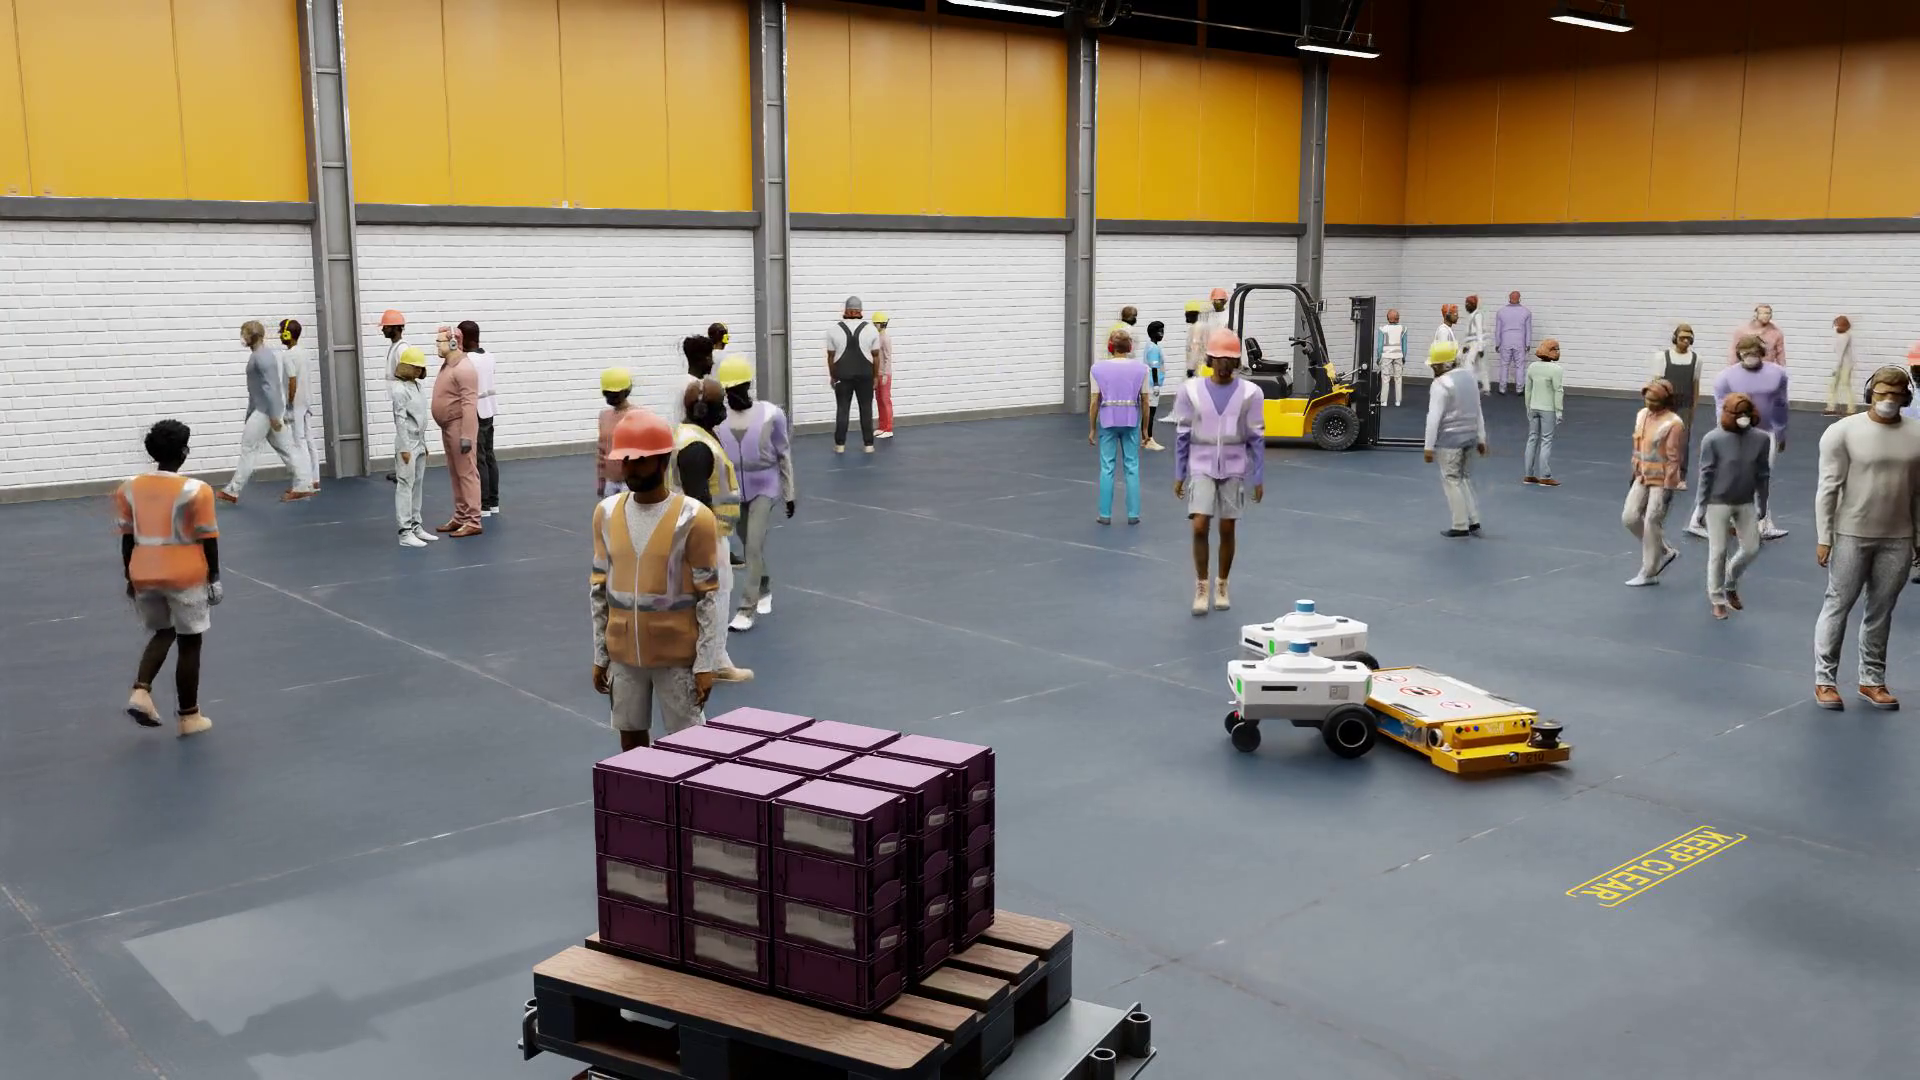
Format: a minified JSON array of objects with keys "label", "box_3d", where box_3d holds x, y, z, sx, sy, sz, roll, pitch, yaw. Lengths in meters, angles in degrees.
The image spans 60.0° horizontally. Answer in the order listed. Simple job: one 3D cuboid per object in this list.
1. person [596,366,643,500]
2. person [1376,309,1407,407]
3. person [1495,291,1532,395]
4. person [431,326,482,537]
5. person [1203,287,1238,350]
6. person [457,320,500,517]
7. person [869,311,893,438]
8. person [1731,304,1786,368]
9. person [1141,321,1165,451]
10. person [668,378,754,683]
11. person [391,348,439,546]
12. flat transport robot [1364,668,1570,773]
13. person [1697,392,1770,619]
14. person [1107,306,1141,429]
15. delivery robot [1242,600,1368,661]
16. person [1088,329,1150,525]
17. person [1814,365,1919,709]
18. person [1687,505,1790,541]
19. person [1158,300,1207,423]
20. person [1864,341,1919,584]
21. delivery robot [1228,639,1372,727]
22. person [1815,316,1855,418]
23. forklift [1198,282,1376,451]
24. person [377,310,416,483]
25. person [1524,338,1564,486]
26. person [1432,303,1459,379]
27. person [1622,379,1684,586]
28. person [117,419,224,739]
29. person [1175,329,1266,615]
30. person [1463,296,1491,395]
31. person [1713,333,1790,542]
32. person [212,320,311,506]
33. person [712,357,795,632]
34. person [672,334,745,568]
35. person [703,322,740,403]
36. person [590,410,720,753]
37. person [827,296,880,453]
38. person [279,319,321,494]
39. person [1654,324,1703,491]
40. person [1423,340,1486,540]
[{"label":"person","box_3d":[-2.447,-0.422,12.288,0.595,1.737,0.508,7,12,37]},{"label":"person","box_3d":[7.261,-3.050,27.971,0.521,1.640,0.307,-1,10,-5]},{"label":"person","box_3d":[10.082,-3.582,30.316,0.640,1.904,0.409,4,10,20]},{"label":"person","box_3d":[-4.576,-0.982,15.079,0.401,1.910,0.642,-6,11,-31]},{"label":"person","box_3d":[4.073,-2.959,26.256,0.614,2.040,0.391,6,12,33]},{"label":"person","box_3d":[-4.701,-1.179,16.217,0.392,1.915,0.590,1,10,7]},{"label":"person","box_3d":[-1.110,-2.306,23.246,0.308,1.769,0.524,-4,11,-23]},{"label":"person","box_3d":[10.972,-2.278,22.741,0.673,1.872,0.878,0,10,2]},{"label":"person","box_3d":[2.522,-2.016,21.757,0.321,1.694,0.529,0,10,-2]},{"label":"person","box_3d":[-1.546,-0.046,9.847,0.541,1.825,0.640,-1,10,-7]},{"label":"person","box_3d":[-4.796,-0.819,14.626,0.311,1.737,0.483,1,10,4]},{"label":"flat transport robot","box_3d":[2.483,0.910,8.784,0.652,0.197,1.431,-3,10,-18]},{"label":"person","box_3d":[5.386,-0.244,11.632,0.521,1.605,0.441,0,10,-2]},{"label":"person","box_3d":[2.470,-2.458,23.985,0.794,1.813,0.660,-4,10,-20]},{"label":"delivery robot","box_3d":[1.979,0.589,9.563,0.707,0.478,0.477,-4,11,-24]},{"label":"person","box_3d":[1.500,-1.053,15.673,0.572,1.844,0.376,0,10,-1]},{"label":"person","box_3d":[5.099,-0.010,9.300,0.631,1.936,0.362,0,10,2]},{"label":"person","box_3d":[6.930,-0.766,14.721,0.871,1.585,0.536,8,13,40]},{"label":"person","box_3d":[3.543,-2.680,25.123,0.974,1.880,0.601,0,10,2]},{"label":"person","box_3d":[7.266,-0.562,12.673,0.963,1.891,0.549,-7,12,-35]},{"label":"delivery robot","box_3d":[1.746,0.755,8.592,0.707,0.478,0.477,0,10,2]},{"label":"person","box_3d":[13.757,-2.703,26.032,0.647,1.597,0.526,3,10,19]},{"label":"forklift","box_3d":[4.328,-2.346,22.227,2.313,2.155,1.214,3,10,16]},{"label":"person","box_3d":[-6.283,-1.604,18.631,0.378,1.938,0.547,-5,11,-29]},{"label":"person","box_3d":[6.473,-1.416,18.421,0.265,1.632,0.508,-5,11,-25]},{"label":"person","box_3d":[6.683,-2.314,22.944,0.338,1.882,0.582,3,10,17]},{"label":"person","box_3d":[5.314,-0.436,12.710,0.440,1.612,0.577,-2,10,-12]},{"label":"person","box_3d":[-4.137,0.210,8.740,0.536,1.687,0.380,2,10,11]},{"label":"person","box_3d":[1.834,-0.463,11.716,0.628,2.014,0.768,1,10,7]},{"label":"person","box_3d":[9.344,-3.504,30.141,0.759,1.833,0.617,1,10,6]},{"label":"person","box_3d":[6.917,-0.872,14.576,0.657,1.876,0.862,2,10,14]},{"label":"person","box_3d":[-7.188,-1.293,16.970,1.031,1.877,0.635,-4,10,-21]},{"label":"person","box_3d":[-1.455,-0.336,11.483,0.603,1.867,1.033,2,10,13]},{"label":"person","box_3d":[-2.168,-0.678,13.257,0.963,1.935,0.593,-3,10,-15]},{"label":"person","box_3d":[-2.463,-1.284,16.995,0.572,1.866,0.359,1,10,5]},{"label":"person","box_3d":[-1.226,0.447,6.624,0.545,1.938,0.361,3,10,15]},{"label":"person","box_3d":[-1.368,-2.151,21.533,0.691,2.000,0.536,0,10,-1]},{"label":"person","box_3d":[-7.083,-1.422,17.766,0.327,1.871,0.514,0,10,3]},{"label":"person","box_3d":[7.857,-1.478,18.298,0.516,1.810,0.933,3,10,15]},{"label":"person","box_3d":[4.395,-0.889,14.874,0.615,1.788,0.503,-9,13,-42]}]
